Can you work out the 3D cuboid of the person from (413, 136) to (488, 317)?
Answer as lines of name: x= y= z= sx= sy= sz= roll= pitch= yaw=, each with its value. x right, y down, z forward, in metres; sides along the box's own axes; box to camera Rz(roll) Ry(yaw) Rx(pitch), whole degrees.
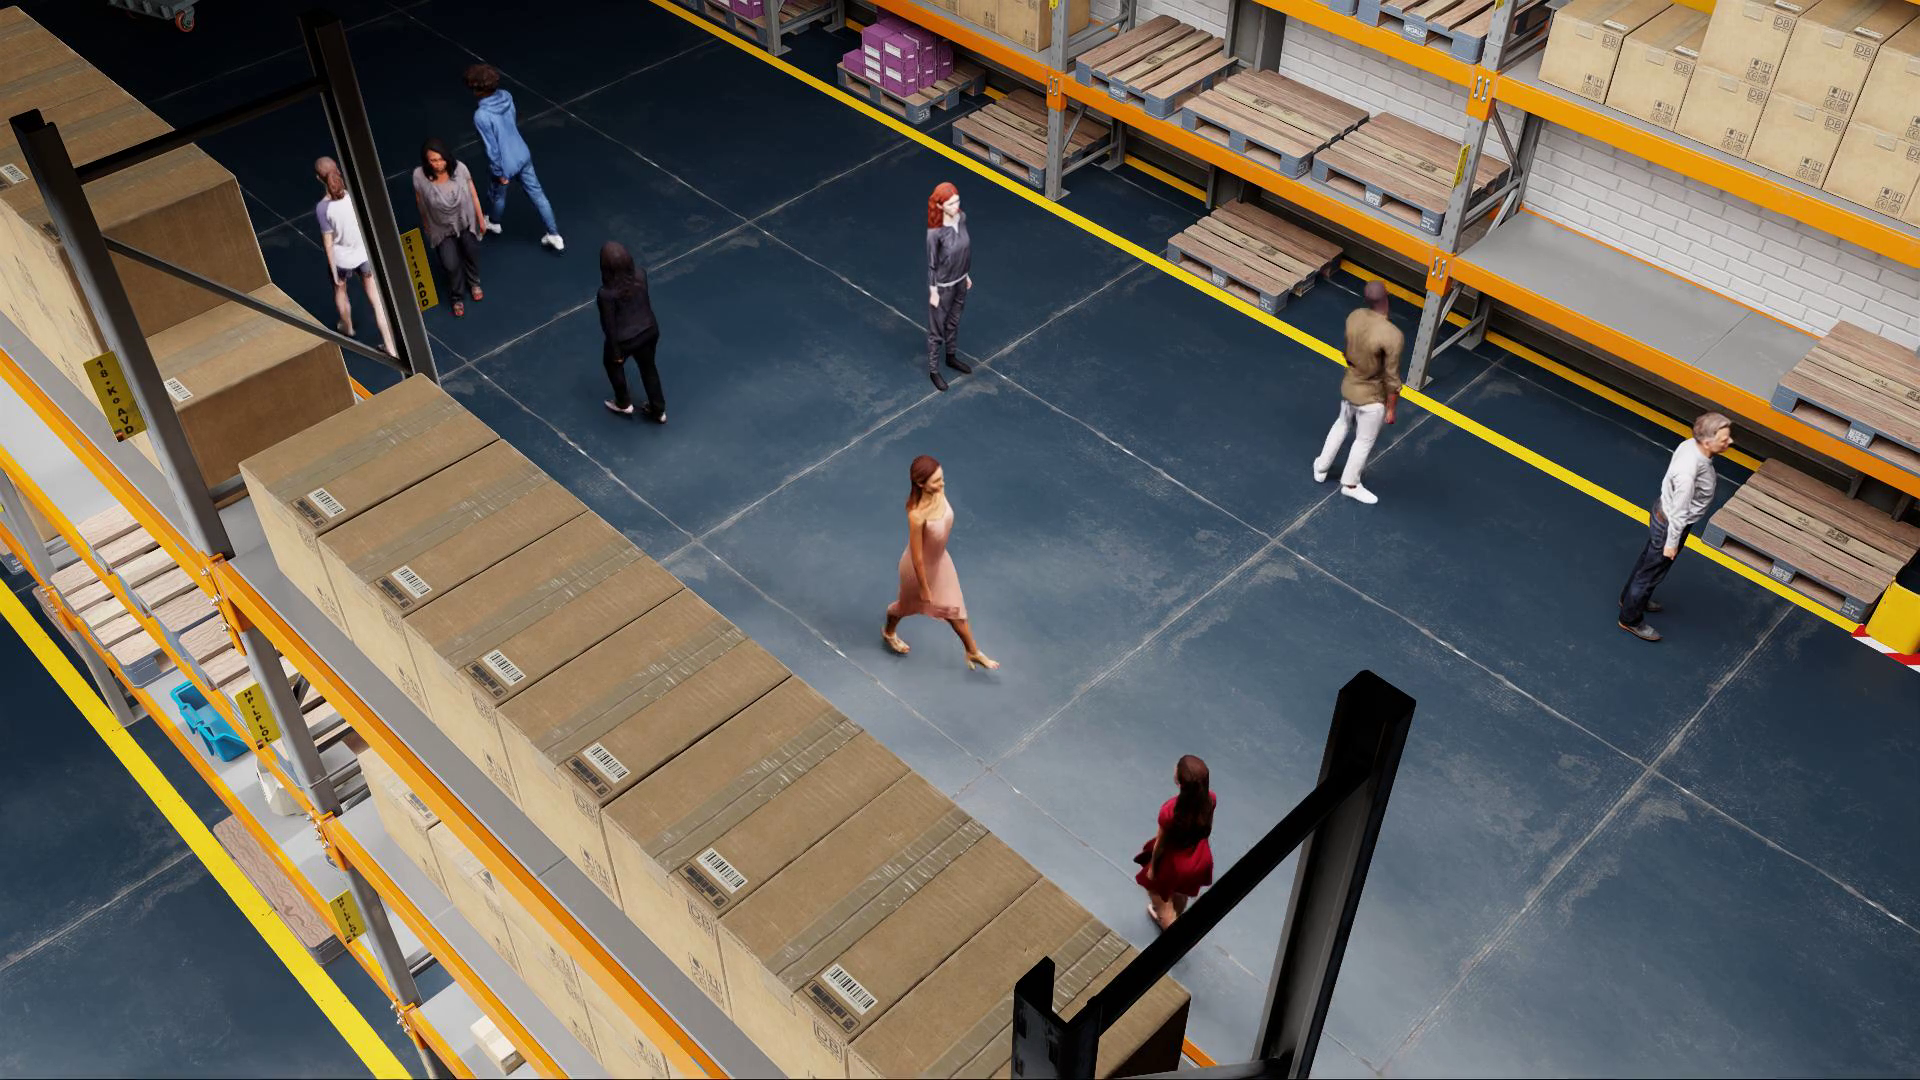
person: x=-4.242 y=-2.716 z=13.903 sx=0.765 sy=1.589 sz=0.823 roll=-17 pitch=46 yaw=-17

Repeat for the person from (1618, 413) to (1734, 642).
person: x=4.724 y=-0.128 z=11.019 sx=0.700 sy=1.820 sz=0.725 roll=16 pitch=46 yaw=16

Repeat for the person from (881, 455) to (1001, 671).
person: x=-0.310 y=0.148 z=10.756 sx=1.172 sy=1.783 sz=0.847 roll=21 pitch=47 yaw=20

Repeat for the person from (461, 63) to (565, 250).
person: x=-3.832 y=-3.257 z=14.352 sx=1.246 sy=1.752 sz=0.853 roll=24 pitch=49 yaw=24

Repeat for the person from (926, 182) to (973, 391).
person: x=-0.100 y=-2.008 z=13.022 sx=0.505 sy=1.779 sz=0.589 roll=32 pitch=52 yaw=29

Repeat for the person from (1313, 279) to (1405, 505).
person: x=2.937 y=-1.021 z=11.978 sx=0.918 sy=1.790 sz=0.681 roll=-7 pitch=44 yaw=-7

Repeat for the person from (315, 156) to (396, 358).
person: x=-4.794 y=-2.190 z=13.241 sx=0.653 sy=1.741 sz=0.957 roll=-29 pitch=51 yaw=-27

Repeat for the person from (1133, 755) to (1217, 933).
person: x=1.251 y=1.790 z=9.205 sx=0.666 sy=1.545 sz=0.795 roll=-21 pitch=48 yaw=-21

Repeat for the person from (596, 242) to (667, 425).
person: x=-2.440 y=-1.526 z=12.646 sx=0.788 sy=1.600 sz=0.713 roll=27 pitch=50 yaw=25
